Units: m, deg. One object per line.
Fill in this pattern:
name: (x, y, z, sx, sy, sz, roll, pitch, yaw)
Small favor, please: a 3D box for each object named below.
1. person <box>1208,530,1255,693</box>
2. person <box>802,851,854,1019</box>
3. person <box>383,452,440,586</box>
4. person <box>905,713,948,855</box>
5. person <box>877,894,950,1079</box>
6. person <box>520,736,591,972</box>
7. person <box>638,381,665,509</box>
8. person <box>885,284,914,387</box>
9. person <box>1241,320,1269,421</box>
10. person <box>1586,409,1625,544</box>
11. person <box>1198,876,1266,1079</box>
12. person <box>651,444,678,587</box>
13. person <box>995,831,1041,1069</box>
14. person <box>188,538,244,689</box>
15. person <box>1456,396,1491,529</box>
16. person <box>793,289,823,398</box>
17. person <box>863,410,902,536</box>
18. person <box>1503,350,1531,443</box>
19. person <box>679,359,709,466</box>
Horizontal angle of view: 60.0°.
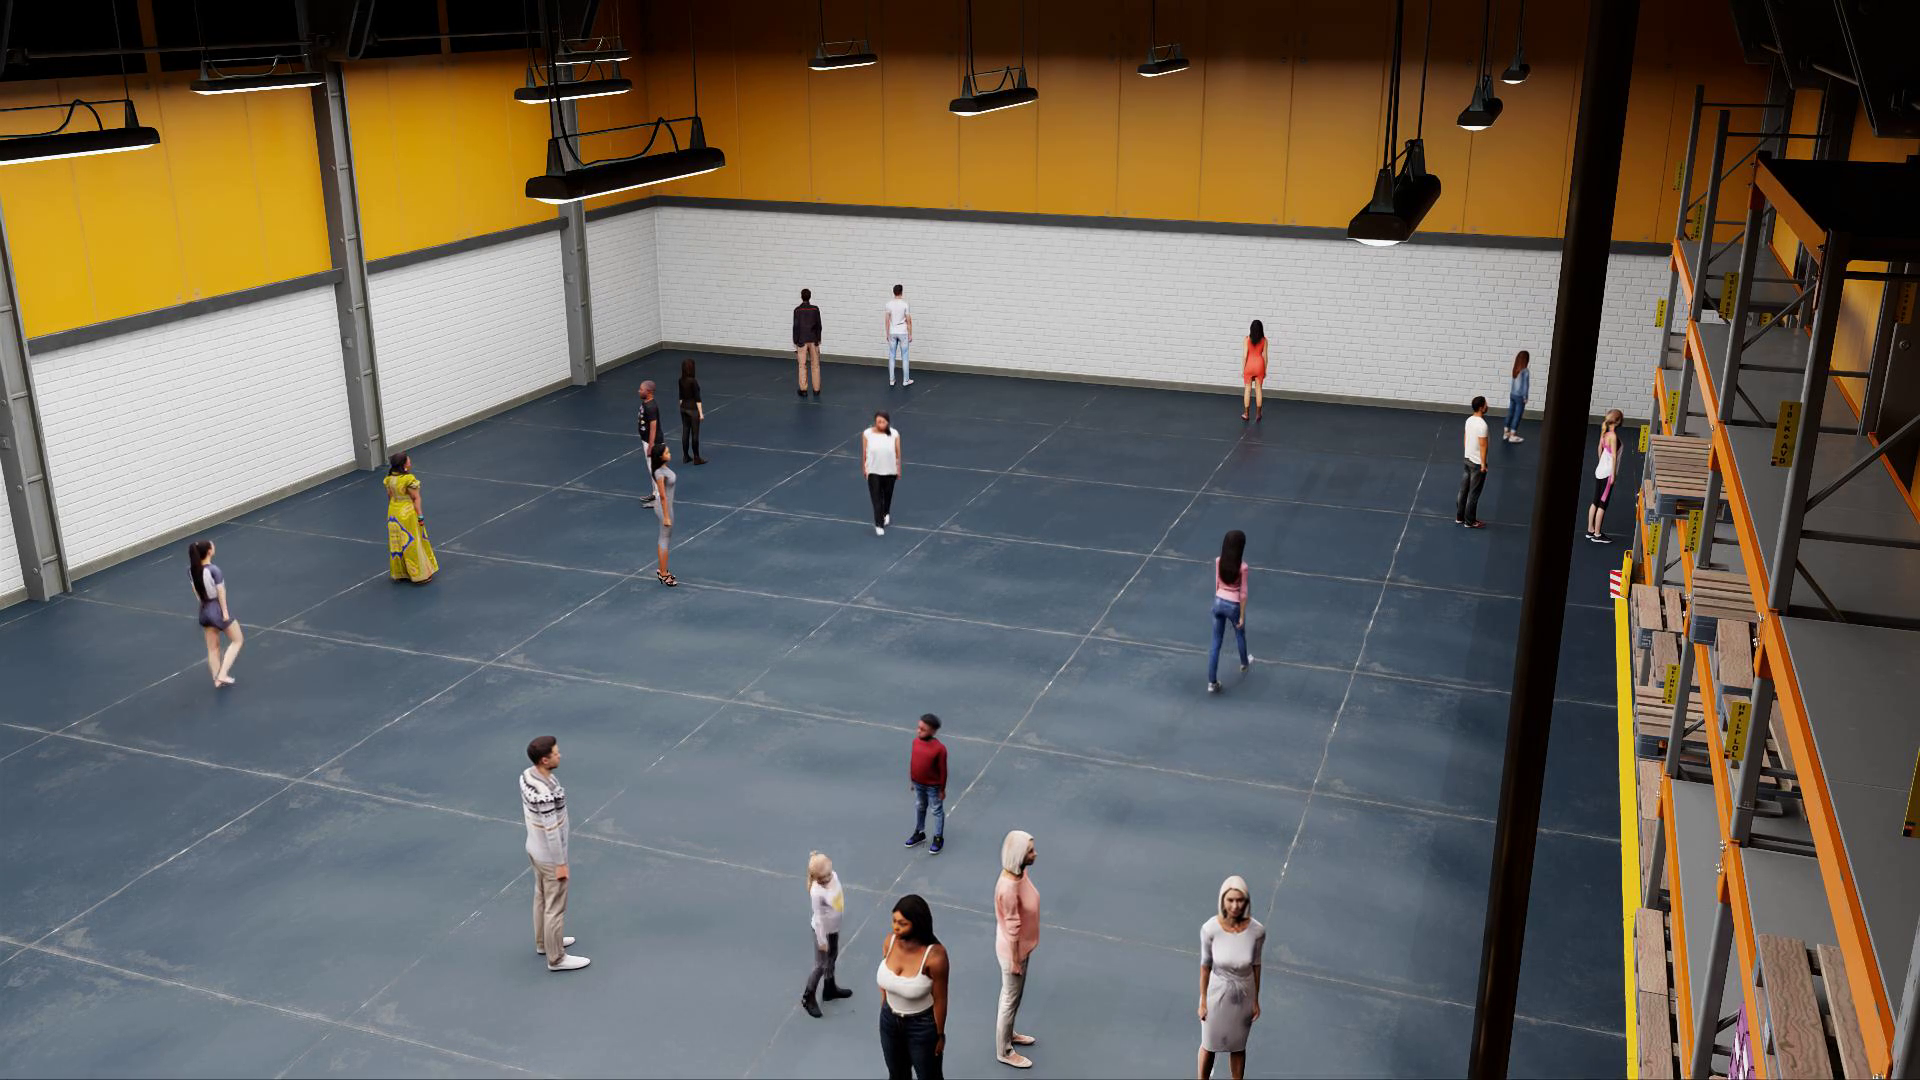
person: (2.749, 0.755, 17.336, 0.737, 1.702, 1.156, 11, 22, 30)
person: (-0.953, 2.787, 11.995, 0.601, 1.260, 0.442, 1, 19, 4)
person: (-6.823, -0.283, 20.485, 0.879, 1.659, 0.801, 9, 21, 25)
person: (-0.264, 2.048, 14.201, 0.554, 1.253, 0.552, 13, 22, 33)
person: (-0.288, 3.023, 10.434, 0.703, 1.810, 0.694, 13, 23, 35)
person: (-3.087, 2.318, 12.449, 0.795, 1.860, 0.764, -11, 21, -29)
person: (-4.348, -1.373, 23.494, 0.822, 1.805, 0.729, -5, 19, -14)
person: (-1.128, -3.770, 30.540, 0.664, 1.851, 0.564, 5, 19, 13)
person: (4.977, -2.884, 28.114, 0.653, 1.719, 0.641, 0, 19, -1)
person: (8.541, -0.863, 22.010, 0.738, 1.787, 0.583, 0, 19, -1)
person: (1.729, 2.952, 10.736, 0.629, 1.751, 0.622, -1, 19, -2)
person: (-3.634, -0.324, 20.417, 0.734, 1.781, 0.623, -3, 19, -9)
person: (0.378, 2.756, 11.360, 0.708, 1.725, 0.533, 2, 19, 7)
person: (-7.815, 0.800, 17.299, 0.611, 1.642, 0.567, 8, 20, 22)
person: (6.993, -1.076, 22.613, 0.782, 1.804, 0.666, -4, 19, -12)
person: (-2.738, -3.541, 29.745, 0.791, 1.925, 0.831, -7, 20, -20)
person: (-1.044, -0.944, 22.464, 0.977, 1.649, 1.189, -2, 19, -6)
person: (9.005, -2.331, 26.865, 0.699, 1.470, 0.602, -5, 19, -13)
person: (-4.147, -1.979, 25.548, 0.615, 1.642, 0.572, 12, 22, 32)
